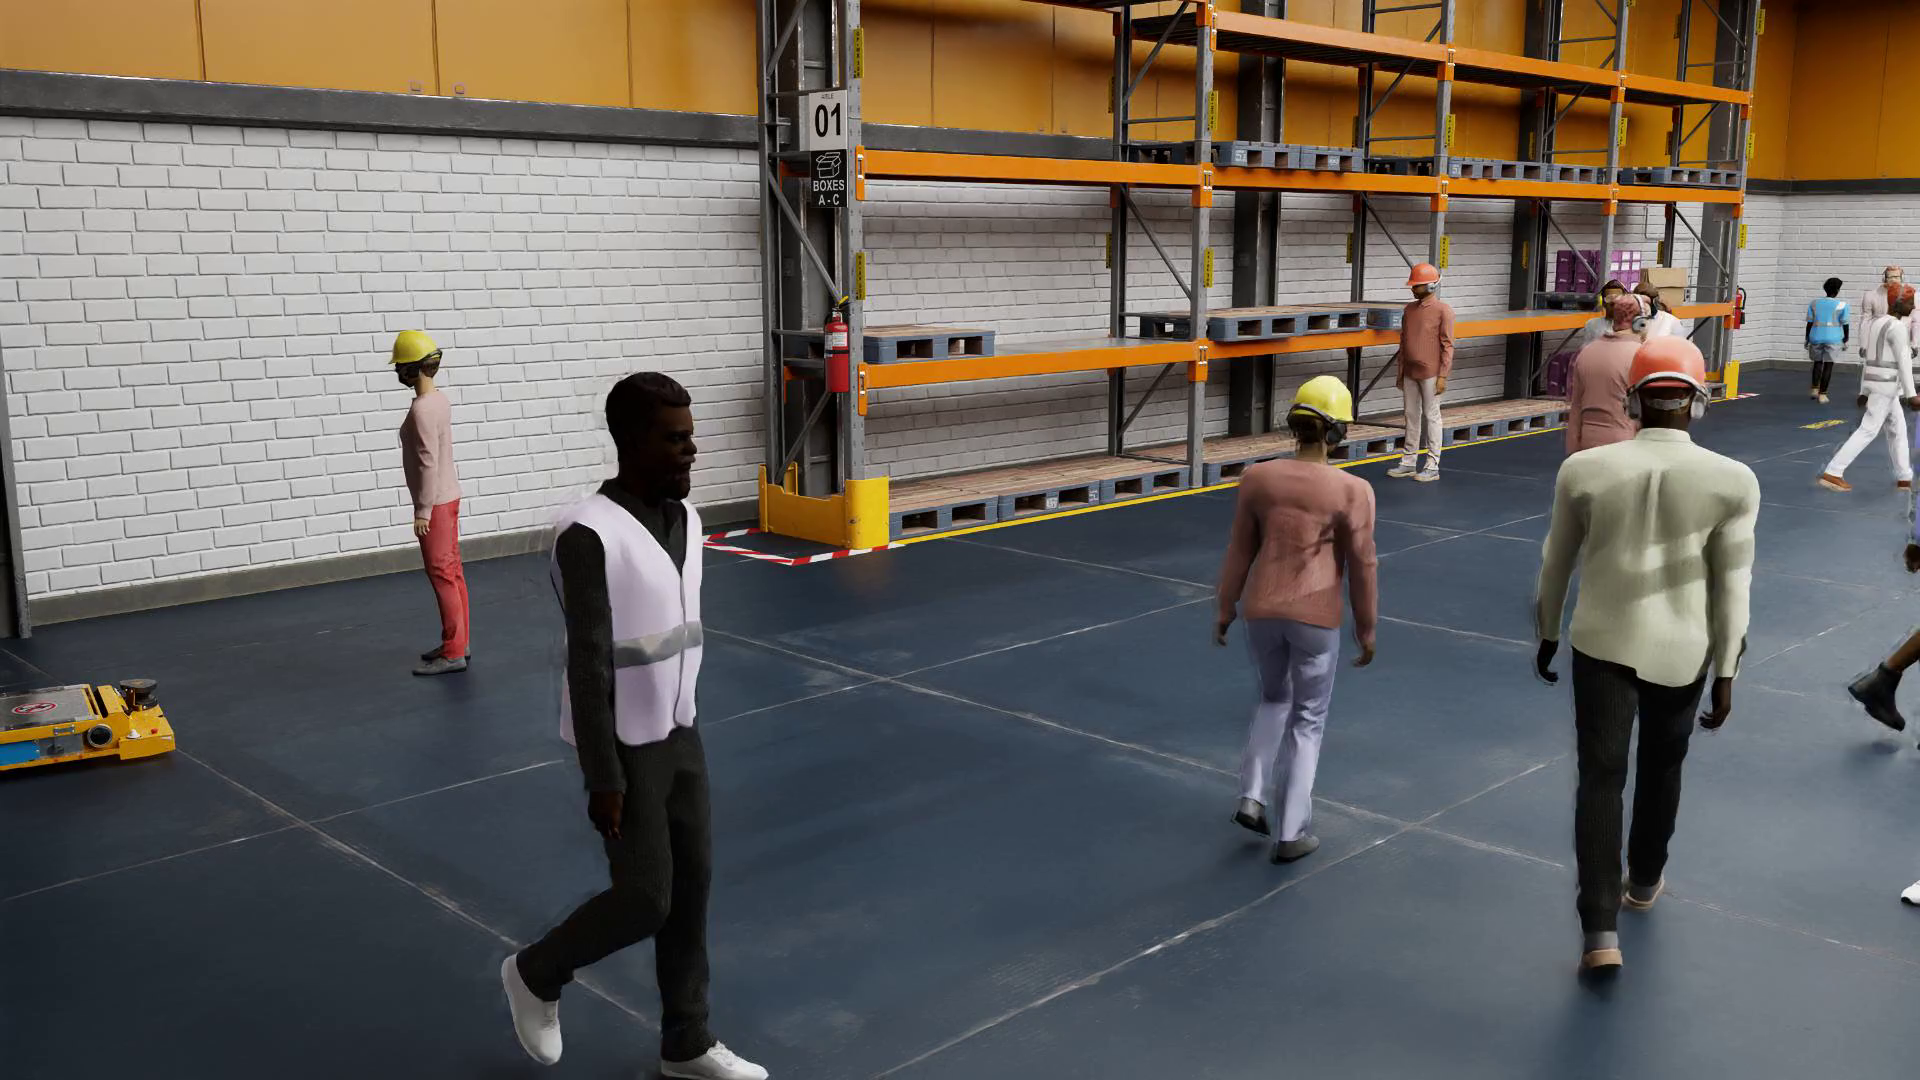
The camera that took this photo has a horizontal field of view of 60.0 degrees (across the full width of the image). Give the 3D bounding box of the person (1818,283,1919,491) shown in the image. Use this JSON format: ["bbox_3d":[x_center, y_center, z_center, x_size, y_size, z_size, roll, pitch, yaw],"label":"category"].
[{"bbox_3d":[8.051,-1.314,14.513,0.983,1.846,0.574,3,11,16],"label":"person"}]

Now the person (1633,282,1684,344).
[{"bbox_3d":[5.897,-1.311,14.438,0.633,1.841,0.429,7,13,34],"label":"person"}]

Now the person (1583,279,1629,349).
[{"bbox_3d":[5.425,-1.241,13.962,0.531,1.876,0.317,9,14,42],"label":"person"}]

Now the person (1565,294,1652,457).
[{"bbox_3d":[4.033,-0.530,10.039,0.643,1.886,0.661,-3,11,-14],"label":"person"}]

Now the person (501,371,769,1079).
[{"bbox_3d":[-0.853,0.512,4.321,0.628,1.906,0.604,4,11,20],"label":"person"}]

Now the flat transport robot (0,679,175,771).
[{"bbox_3d":[-4.149,0.833,7.029,1.431,0.197,0.652,-6,12,-31],"label":"flat transport robot"}]

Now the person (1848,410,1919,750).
[{"bbox_3d":[4.255,-0.013,7.137,0.474,1.921,0.552,2,11,11],"label":"person"}]

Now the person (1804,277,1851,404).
[{"bbox_3d":[11.633,-2.669,22.280,0.502,1.677,0.548,-10,14,-42],"label":"person"}]

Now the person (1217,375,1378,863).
[{"bbox_3d":[1.218,0.283,6.000,0.589,1.741,0.439,8,13,37],"label":"person"}]

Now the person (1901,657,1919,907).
[{"bbox_3d":[3.421,0.311,5.366,0.381,1.923,0.592,-9,14,-40],"label":"person"}]

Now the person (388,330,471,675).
[{"bbox_3d":[-2.726,-0.189,8.530,0.326,1.765,0.530,-1,10,-8],"label":"person"}]

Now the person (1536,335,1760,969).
[{"bbox_3d":[2.110,0.337,5.198,0.628,1.949,1.037,5,11,25],"label":"person"}]

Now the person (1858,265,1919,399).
[{"bbox_3d":[11.266,-2.386,20.178,0.671,1.883,0.450,4,11,22],"label":"person"}]

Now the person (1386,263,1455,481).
[{"bbox_3d":[4.231,-1.533,15.252,0.391,1.987,0.608,-6,12,-29],"label":"person"}]

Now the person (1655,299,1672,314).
[{"bbox_3d":[7.144,-1.677,17.081,0.518,1.603,0.815,9,14,40],"label":"person"}]
